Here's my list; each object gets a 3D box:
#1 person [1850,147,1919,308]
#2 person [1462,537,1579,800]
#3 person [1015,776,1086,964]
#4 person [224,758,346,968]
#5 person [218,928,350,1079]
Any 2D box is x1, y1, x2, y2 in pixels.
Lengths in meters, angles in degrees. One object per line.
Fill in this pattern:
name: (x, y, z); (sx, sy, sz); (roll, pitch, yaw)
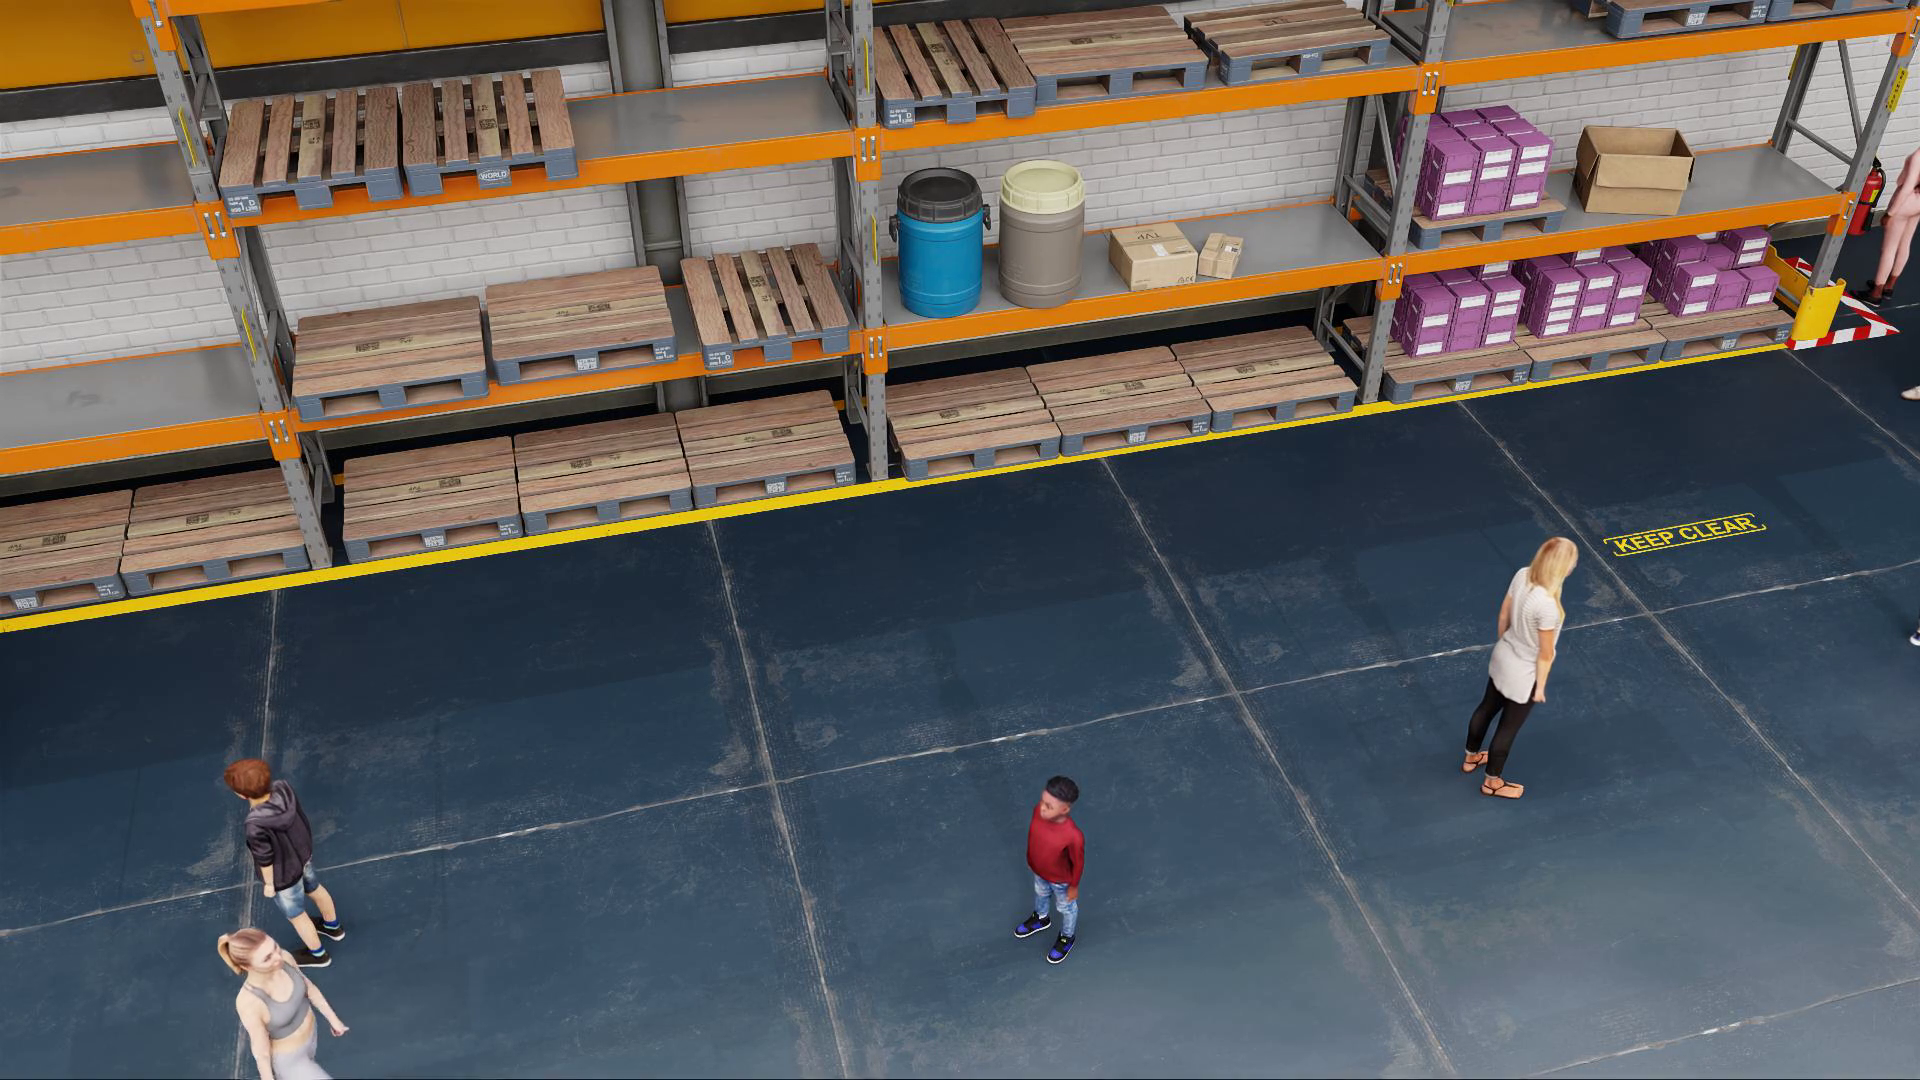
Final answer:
person: (7.982, -2.793, 13.995); (0.581, 1.721, 0.740); (-22, 44, -25)
person: (3.188, 0.721, 9.514); (0.511, 1.821, 0.594); (-10, 40, -12)
person: (0.501, 1.703, 8.739); (0.600, 1.255, 0.578); (-30, 47, -32)
person: (-3.503, 1.665, 8.632); (0.629, 1.448, 0.614); (7, 39, 8)
person: (-3.124, 2.342, 7.613); (1.181, 1.661, 0.819); (2, 39, 3)
